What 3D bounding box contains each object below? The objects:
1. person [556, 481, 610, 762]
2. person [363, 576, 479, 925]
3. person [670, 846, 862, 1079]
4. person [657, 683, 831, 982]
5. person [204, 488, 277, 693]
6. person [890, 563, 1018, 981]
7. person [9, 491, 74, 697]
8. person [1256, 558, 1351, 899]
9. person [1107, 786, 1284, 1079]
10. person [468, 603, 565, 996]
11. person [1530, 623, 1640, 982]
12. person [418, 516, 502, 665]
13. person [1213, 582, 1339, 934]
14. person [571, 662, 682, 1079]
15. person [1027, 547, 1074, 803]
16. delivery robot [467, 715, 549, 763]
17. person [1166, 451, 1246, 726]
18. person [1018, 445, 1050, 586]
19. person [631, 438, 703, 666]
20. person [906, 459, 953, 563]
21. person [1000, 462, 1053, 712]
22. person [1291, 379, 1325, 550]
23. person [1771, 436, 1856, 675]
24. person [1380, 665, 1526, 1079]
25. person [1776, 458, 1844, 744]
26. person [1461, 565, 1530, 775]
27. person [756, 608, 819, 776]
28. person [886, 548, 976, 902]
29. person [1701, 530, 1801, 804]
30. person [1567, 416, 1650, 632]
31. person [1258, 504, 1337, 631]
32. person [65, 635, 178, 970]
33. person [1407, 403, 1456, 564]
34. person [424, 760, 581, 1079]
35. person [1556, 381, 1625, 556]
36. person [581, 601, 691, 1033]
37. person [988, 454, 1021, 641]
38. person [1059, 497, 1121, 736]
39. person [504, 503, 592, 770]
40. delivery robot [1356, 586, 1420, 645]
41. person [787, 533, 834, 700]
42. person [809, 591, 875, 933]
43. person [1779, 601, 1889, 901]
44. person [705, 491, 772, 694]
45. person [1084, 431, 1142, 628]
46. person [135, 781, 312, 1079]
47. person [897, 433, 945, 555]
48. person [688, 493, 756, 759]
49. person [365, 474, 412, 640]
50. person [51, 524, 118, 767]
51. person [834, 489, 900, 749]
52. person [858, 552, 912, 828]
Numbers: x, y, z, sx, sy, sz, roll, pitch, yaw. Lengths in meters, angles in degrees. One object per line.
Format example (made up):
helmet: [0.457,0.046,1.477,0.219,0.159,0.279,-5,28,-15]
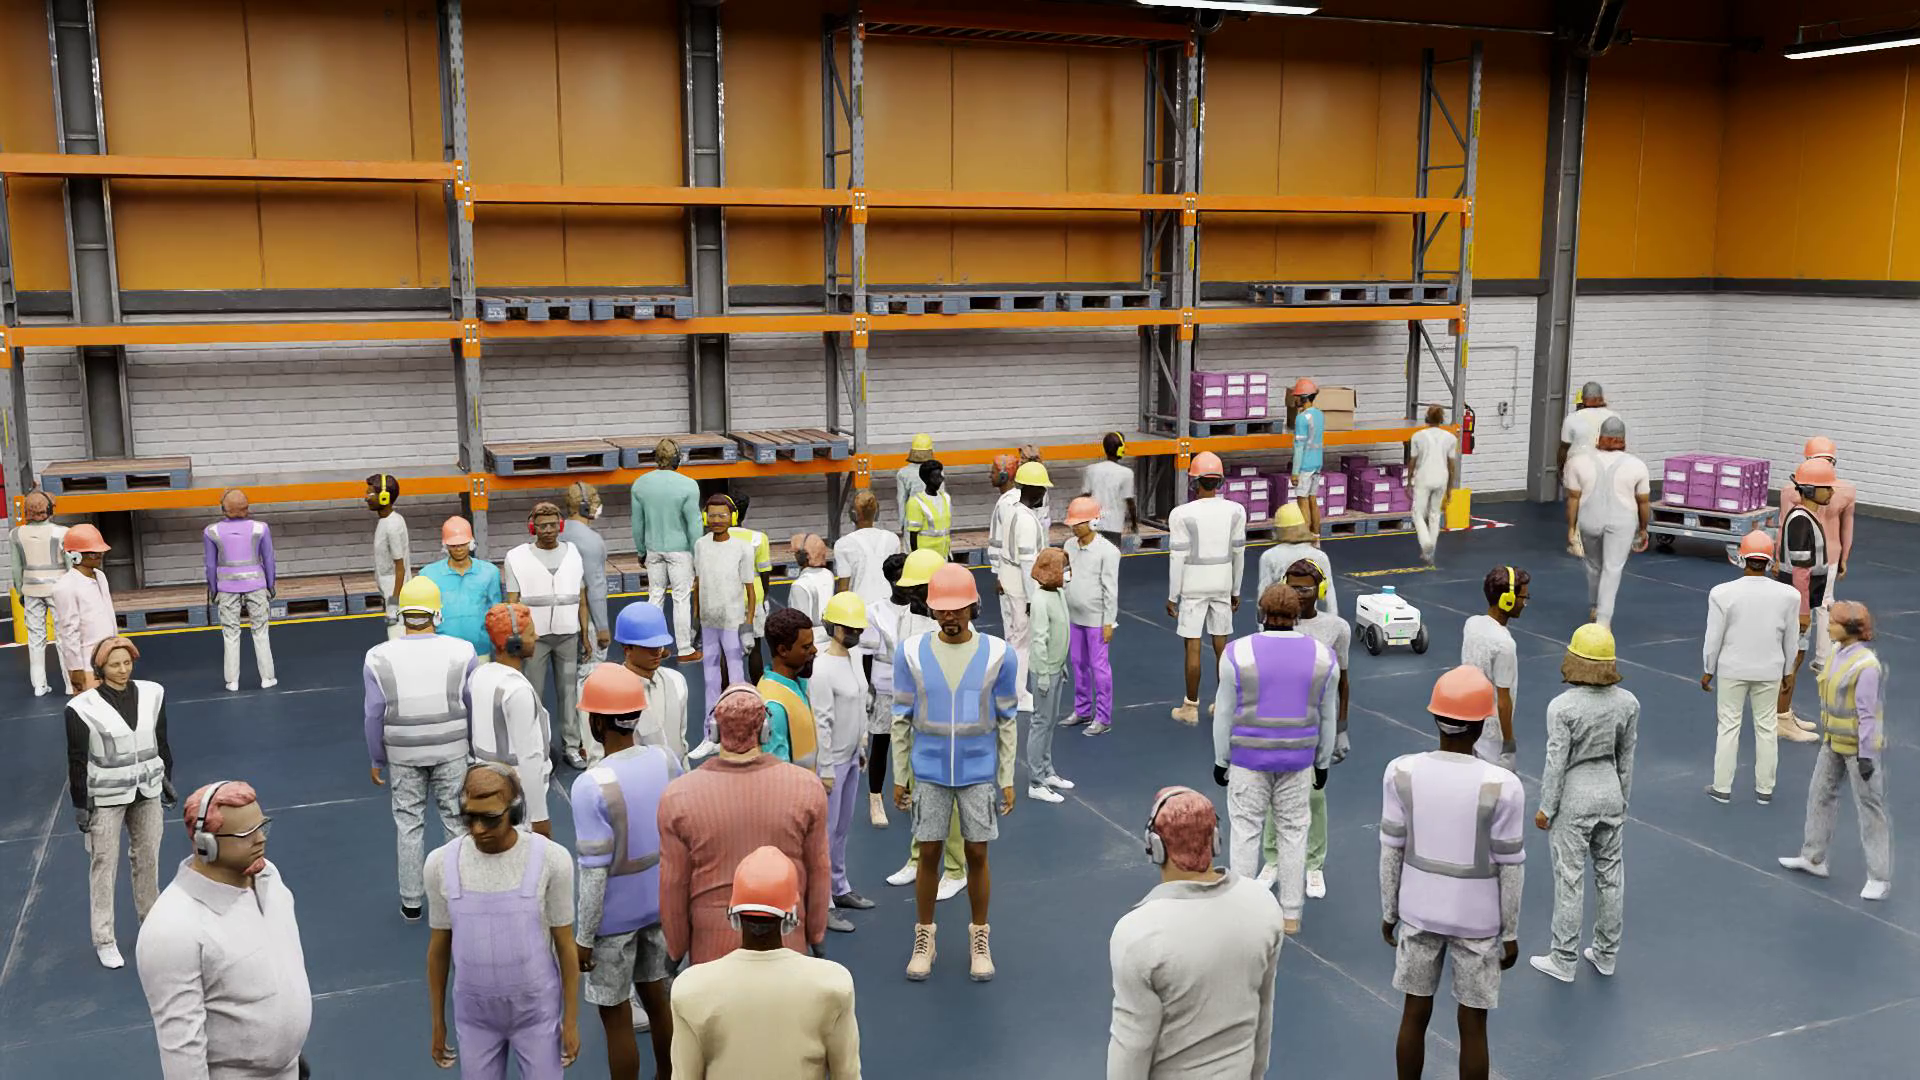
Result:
person: [-2.606,0.556,11.501,0.372,1.941,0.627,-8,13,-38]
person: [-2.787,1.095,8.706,0.600,1.829,0.404,-3,10,-17]
person: [-0.580,1.774,5.019,0.574,1.749,0.333,-1,10,-6]
person: [-0.808,1.478,6.282,0.643,1.910,0.400,-2,10,-11]
person: [-5.722,0.402,13.259,0.514,1.638,0.308,-4,11,-20]
person: [-0.030,1.114,7.988,0.614,2.043,0.374,0,10,2]
person: [-7.171,0.431,13.086,0.511,1.640,0.308,0,10,-2]
person: [1.853,1.017,9.049,0.538,1.869,0.313,4,10,19]
person: [0.676,1.685,5.108,0.648,1.900,0.401,-7,12,-34]
person: [-2.087,1.223,7.819,0.353,1.883,0.573,-8,12,-38]
person: [3.004,1.258,8.021,0.484,1.744,0.296,-3,10,-15]
person: [-3.342,0.704,11.179,0.562,1.753,0.327,-4,11,-22]
person: [1.607,1.126,8.548,0.633,1.833,0.430,-1,10,-4]
person: [-1.323,1.428,6.482,0.358,1.936,0.552,5,11,28]
person: [0.585,0.849,10.694,0.282,1.633,0.498,3,10,17]
delivery robot: [-3.110,1.280,11.047,0.707,0.478,0.477,-6,11,-30]
person: [1.805,0.362,12.322,0.608,2.044,0.371,-3,10,-18]
person: [0.724,-0.127,16.337,0.320,1.628,0.515,-4,11,-24]
person: [-2.465,0.105,14.102,0.635,1.937,0.352,3,10,17]
person: [-0.255,0.130,14.652,0.317,1.695,0.540,8,13,39]
person: [0.511,0.355,12.718,0.396,1.920,0.586,-1,10,-6]
person: [4.017,-0.862,19.406,0.405,2.034,0.608,7,12,35]
person: [7.031,0.139,13.744,0.623,1.993,0.384,0,10,1]
person: [1.897,1.436,6.430,0.542,1.939,0.369,6,12,32]
person: [6.064,0.427,11.945,0.377,2.044,0.607,5,11,25]
person: [2.846,1.047,8.927,0.337,1.857,0.524,-1,10,-7]
person: [-0.799,1.248,7.574,0.379,1.918,0.596,0,10,-2]
person: [-0.161,0.992,9.023,0.386,1.926,0.591,-9,14,-43]
person: [5.012,0.808,10.579,0.563,1.753,0.327,2,10,11]
person: [6.047,-0.186,15.483,0.698,2.000,1.008,6,12,32]
person: [2.417,0.601,11.881,0.580,1.719,0.509,3,10,18]
person: [-4.135,1.273,8.232,0.309,1.639,0.522,6,12,32]
person: [5.257,-0.606,18.521,0.512,1.831,0.664,0,10,1]
person: [-1.545,1.623,5.661,0.511,1.838,0.351,0,10,0]
person: [7.268,-0.841,19.261,0.700,2.000,0.537,0,10,0]
person: [-1.441,1.232,7.583,0.389,1.948,0.605,6,12,33]
person: [0.388,0.240,13.487,0.362,1.882,0.576,2,10,10]
person: [0.914,0.547,12.140,0.355,1.738,0.573,-7,12,-36]
person: [-2.763,0.655,11.200,0.565,1.846,0.390,-6,11,-30]
delivery robot: [3.775,0.649,14.682,0.477,0.478,0.707,-1,10,-8]
person: [-0.994,0.762,11.180,0.308,1.639,0.524,3,10,19]
person: [-0.615,1.134,8.674,0.322,1.767,0.523,3,10,19]
person: [4.895,1.134,9.130,0.465,1.613,0.555,1,10,6]
person: [-1.699,0.471,12.688,0.536,1.697,0.322,0,10,0]
person: [1.408,-0.088,15.476,0.507,1.853,0.575,9,13,42]
person: [-2.217,1.671,5.171,0.409,1.908,0.641,1,10,4]
person: [-0.369,-0.172,16.264,0.486,1.744,0.294,2,10,13]
person: [-1.637,0.603,11.422,0.516,1.875,0.329,5,11,25]
person: [-4.251,0.431,12.418,0.328,1.874,0.517,-4,11,-22]
person: [-5.661,0.759,10.866,0.329,1.751,0.572,-1,10,-5]
person: [-0.660,0.558,11.758,0.506,1.846,0.351,-5,11,-29]
person: [-0.364,0.907,10.174,0.540,1.695,0.317,-5,11,-27]
